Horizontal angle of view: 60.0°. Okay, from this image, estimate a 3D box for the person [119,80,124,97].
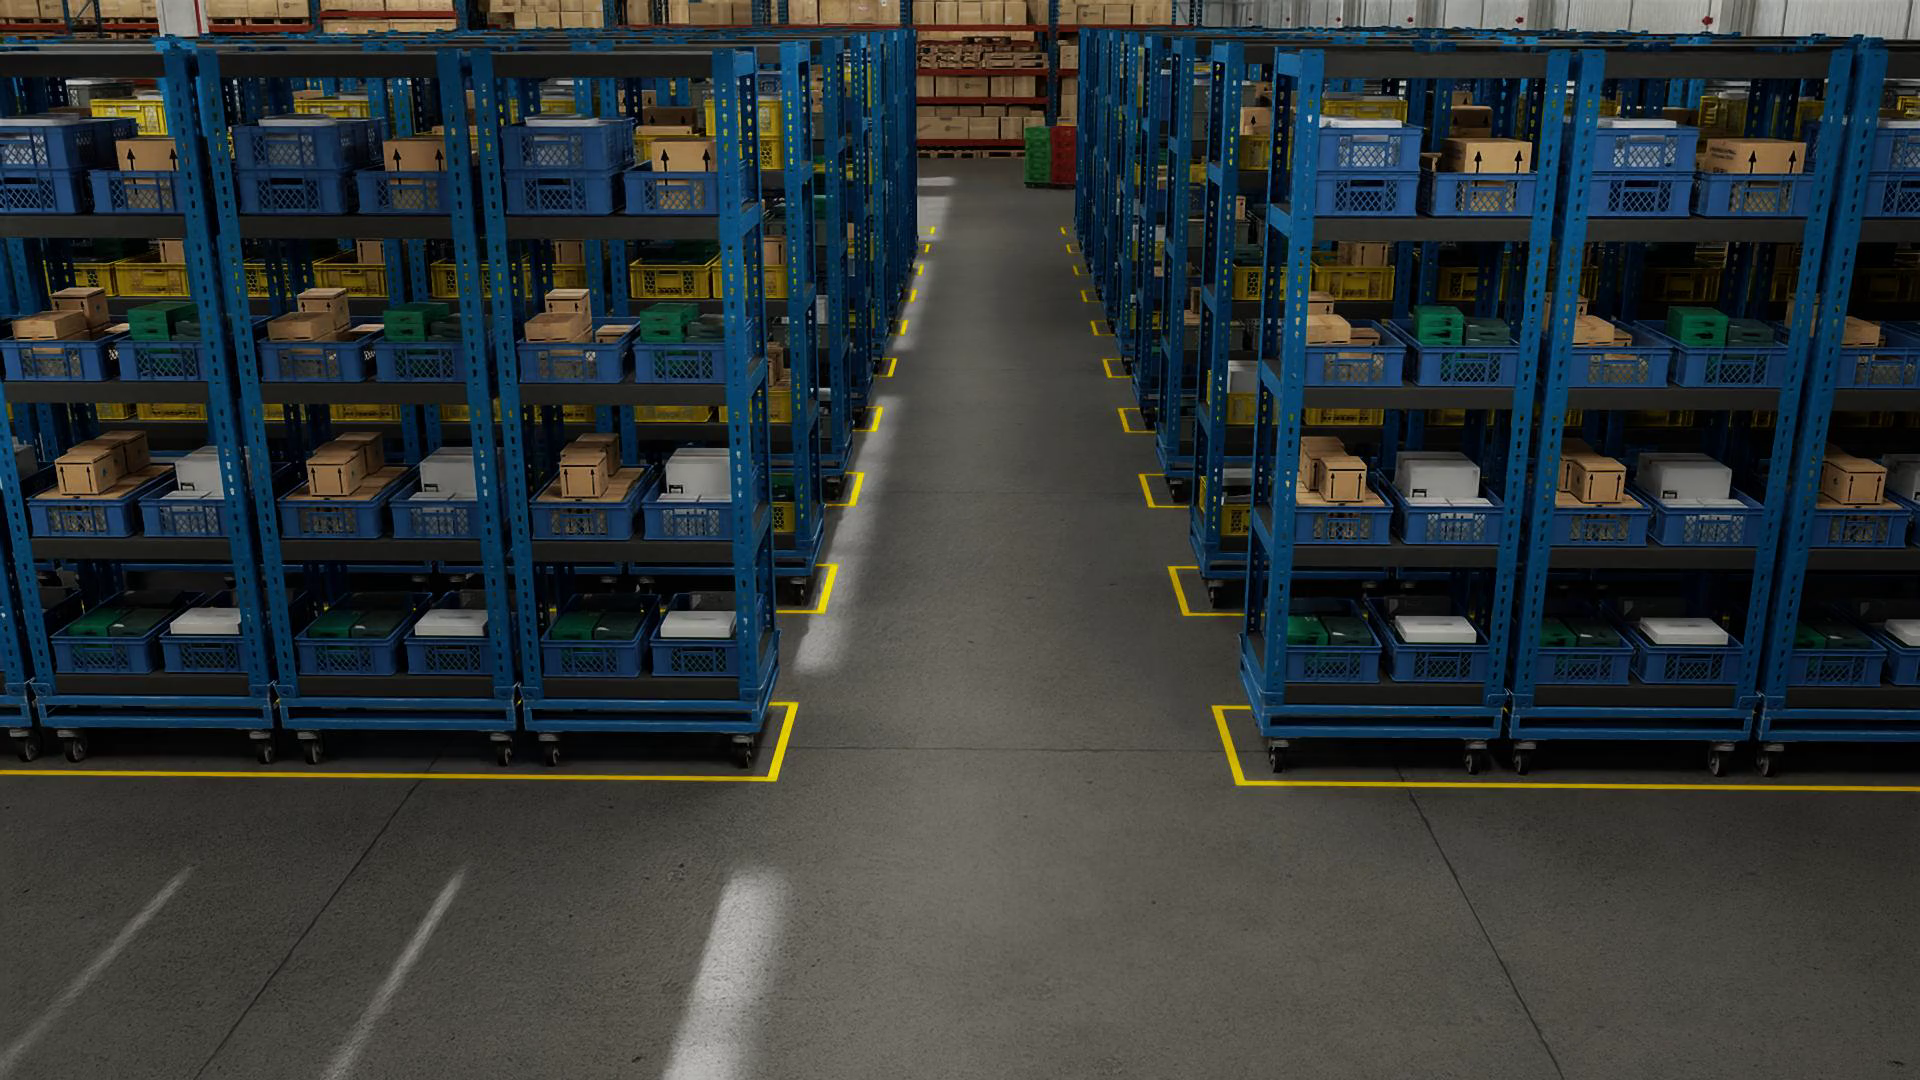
[{"bbox_3d":[-26.838,-13.834,53.456,0.653,1.825,0.633,0,17,0],"label":"person"}]

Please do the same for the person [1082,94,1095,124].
[{"bbox_3d":[3.335,-10.495,42.567,0.611,1.985,0.415,-2,18,-6],"label":"person"}]
